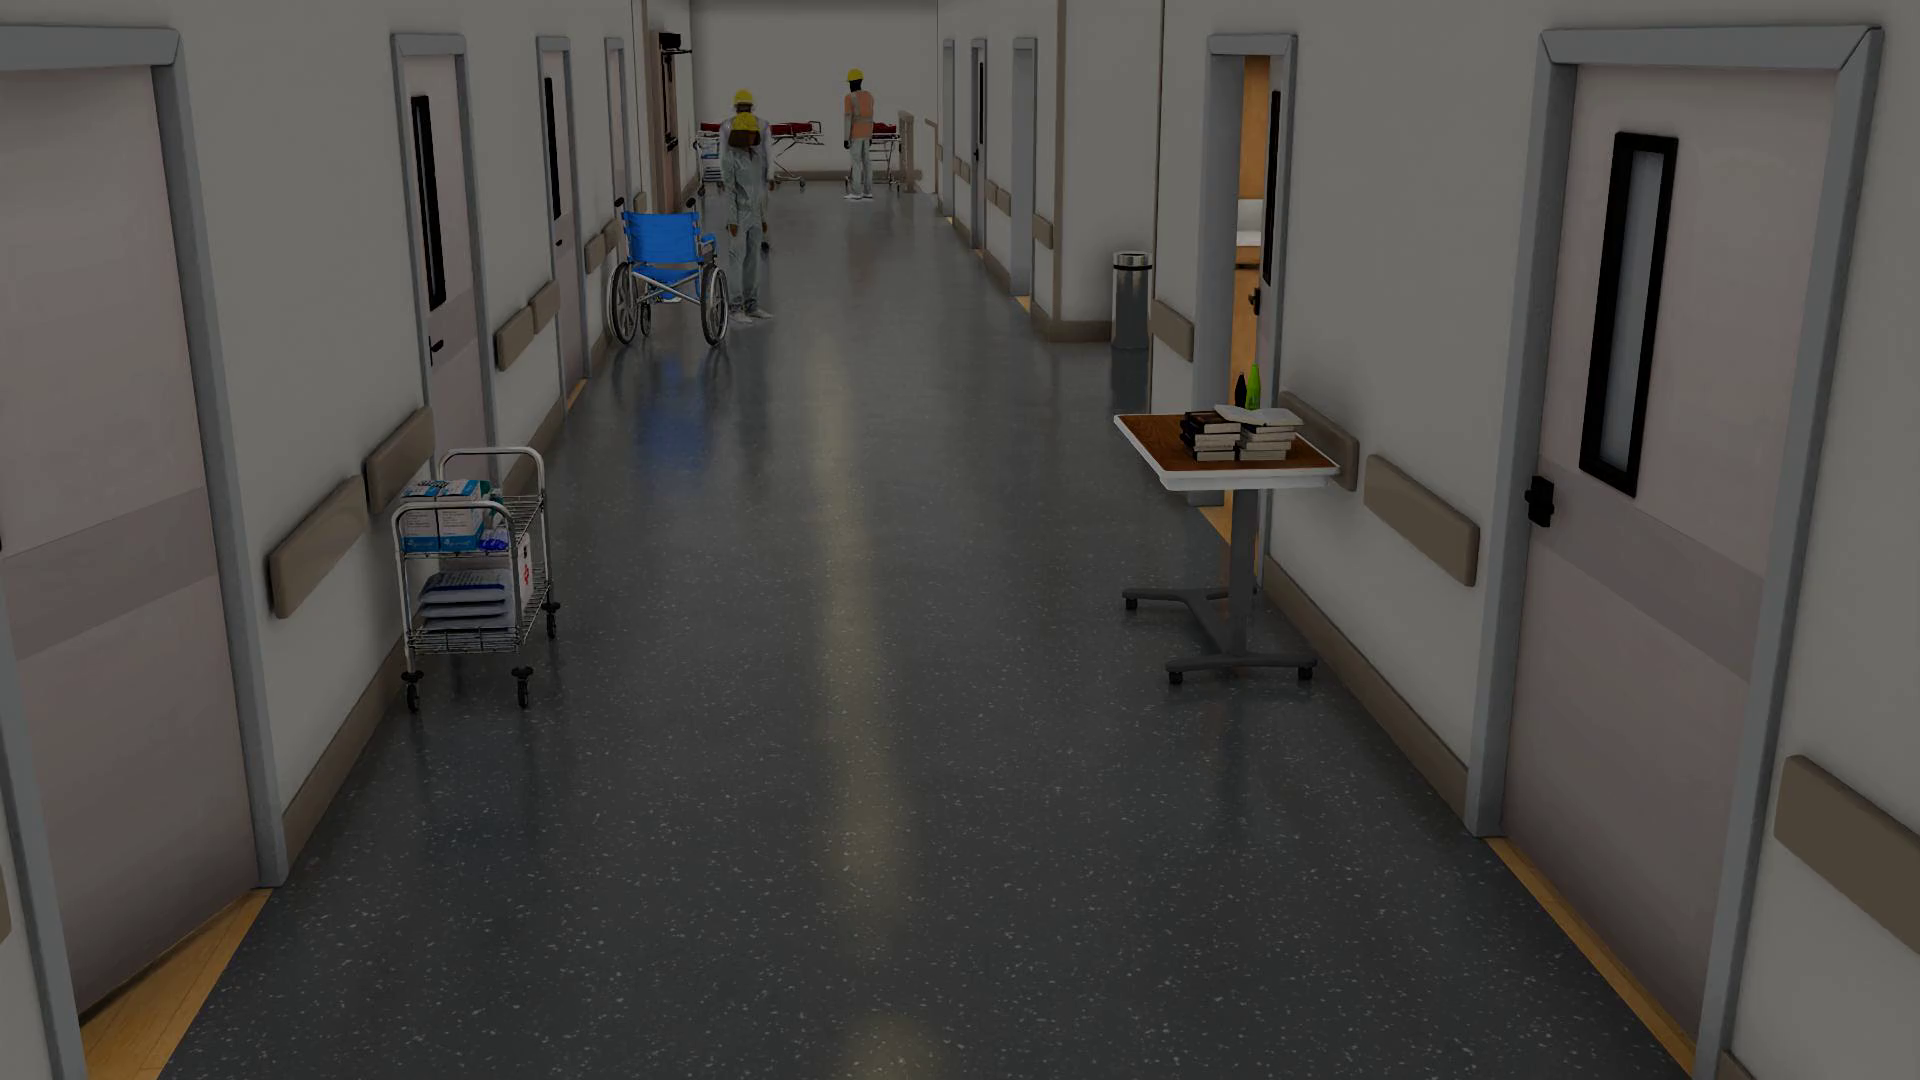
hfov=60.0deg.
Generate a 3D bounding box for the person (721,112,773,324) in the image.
[{"bbox_3d":[-1.791,-2.708,14.008,0.293,1.745,0.484,9,19,28],"label":"person"}]

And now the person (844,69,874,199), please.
[{"bbox_3d":[-1.543,-6.118,25.111,0.397,1.920,0.586,13,21,38],"label":"person"}]

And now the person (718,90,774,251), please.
[{"bbox_3d":[-2.380,-4.079,18.516,0.604,1.792,0.694,-2,17,-8],"label":"person"}]
